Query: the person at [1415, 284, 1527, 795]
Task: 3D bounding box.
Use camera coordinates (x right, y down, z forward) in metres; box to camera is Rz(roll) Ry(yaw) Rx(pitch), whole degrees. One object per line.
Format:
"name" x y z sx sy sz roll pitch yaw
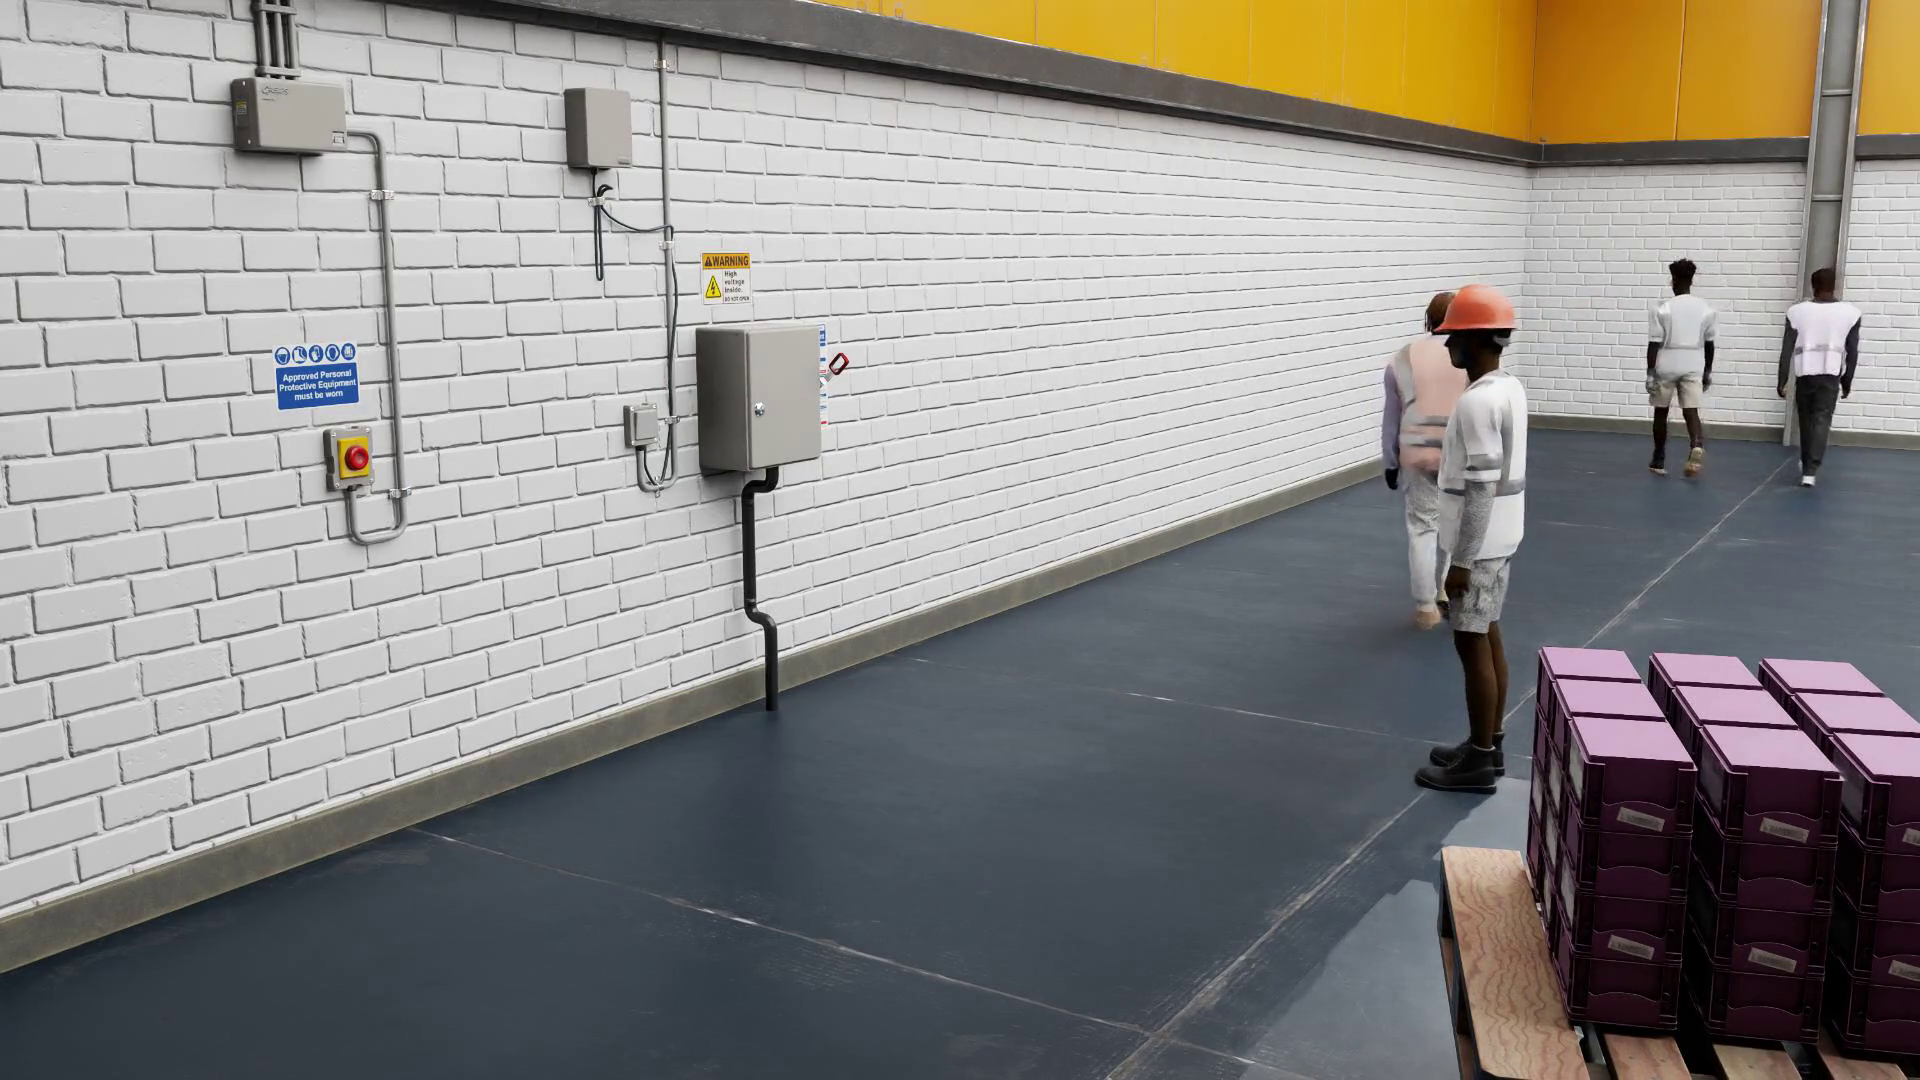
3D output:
"person" 1.948 0.000 6.355 0.372 1.935 0.551 5 12 28

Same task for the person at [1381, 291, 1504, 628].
"person" 2.595 -0.418 8.969 0.662 1.827 0.447 5 11 25

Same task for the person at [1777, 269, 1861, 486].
"person" 7.437 -1.416 14.441 0.595 1.852 0.990 5 12 28

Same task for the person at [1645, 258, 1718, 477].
"person" 6.390 -1.519 14.744 0.613 1.943 0.844 1 10 7
